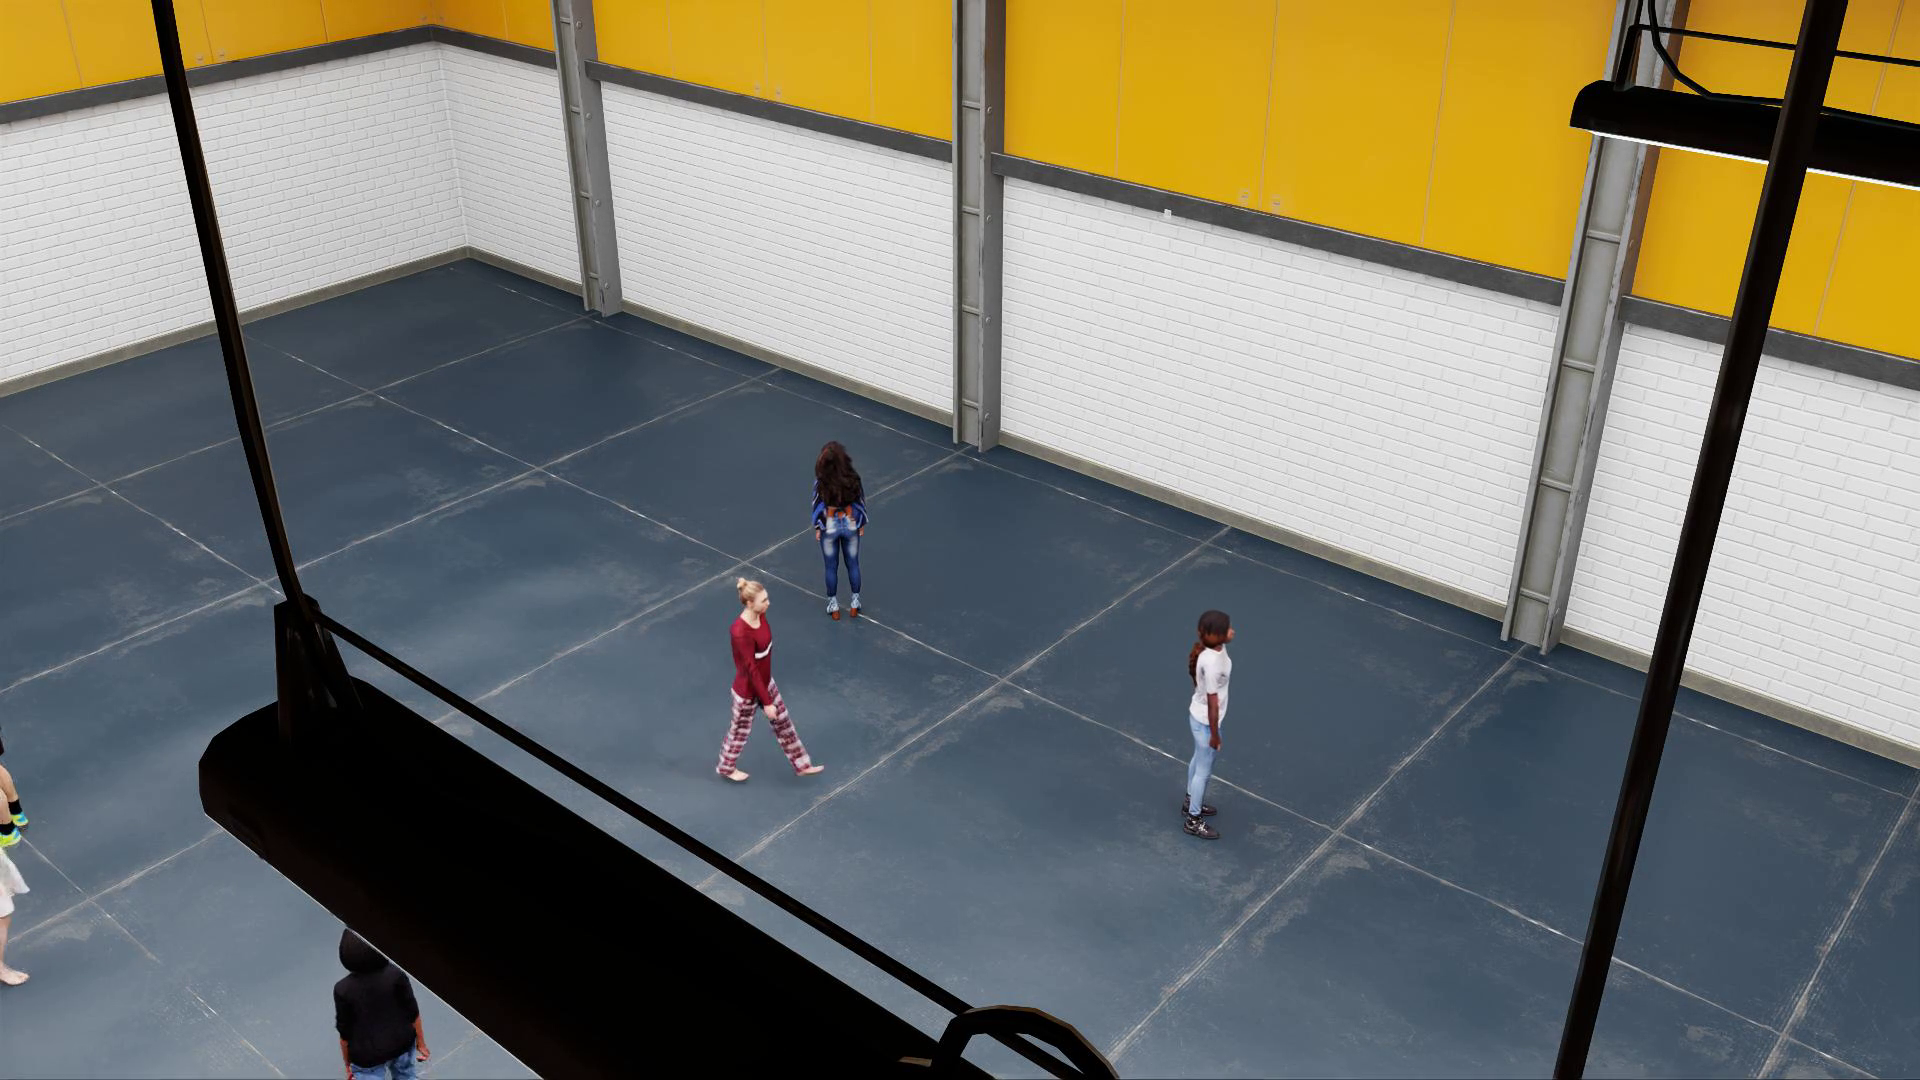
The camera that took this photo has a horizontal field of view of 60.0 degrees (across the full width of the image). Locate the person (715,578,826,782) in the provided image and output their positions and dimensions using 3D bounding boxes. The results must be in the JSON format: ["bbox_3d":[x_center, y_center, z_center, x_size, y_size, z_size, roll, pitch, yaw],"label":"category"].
[{"bbox_3d":[-1.546,1.033,11.789,1.133,1.666,0.911,8,30,14],"label":"person"}]

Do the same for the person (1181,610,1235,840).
[{"bbox_3d":[1.691,1.231,11.369,0.687,1.719,0.668,4,29,7],"label":"person"}]

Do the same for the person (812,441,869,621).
[{"bbox_3d":[-1.008,-0.090,13.894,0.705,1.621,0.746,-5,29,-9],"label":"person"}]

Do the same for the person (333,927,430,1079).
[{"bbox_3d":[-3.002,2.715,8.693,0.816,1.679,1.088,-15,32,-25],"label":"person"}]
